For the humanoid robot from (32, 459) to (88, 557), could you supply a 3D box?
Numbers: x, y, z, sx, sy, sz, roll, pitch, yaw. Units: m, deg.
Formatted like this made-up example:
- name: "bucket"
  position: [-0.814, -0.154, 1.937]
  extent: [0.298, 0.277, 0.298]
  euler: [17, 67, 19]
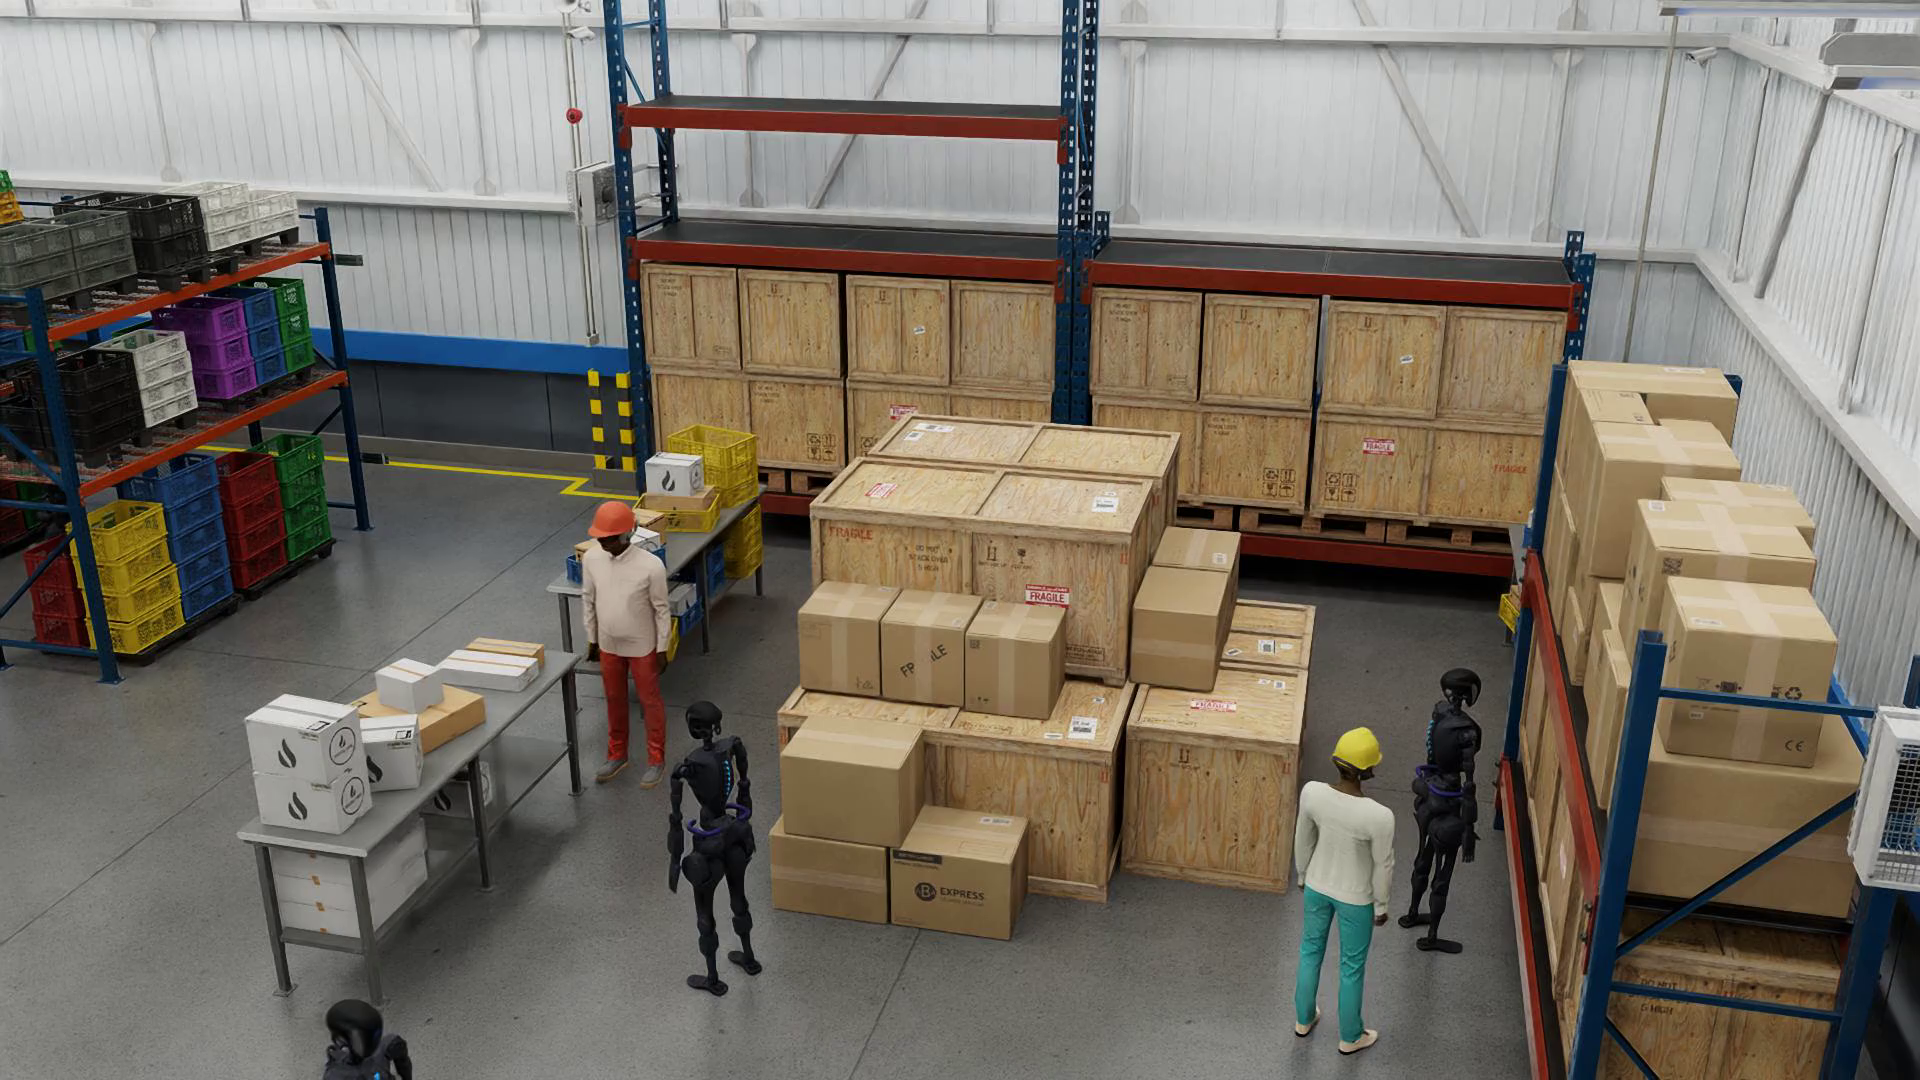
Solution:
- name: "humanoid robot"
  position: [-7.281, -0.172, 13.525]
  extent: [0.333, 1.655, 0.579]
  euler: [-6, 22, -14]

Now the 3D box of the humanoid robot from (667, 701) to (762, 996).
- name: "humanoid robot"
  position: [-1.297, 1.609, 8.856]
  extent: [0.313, 1.652, 0.571]
  euler: [16, 26, 36]

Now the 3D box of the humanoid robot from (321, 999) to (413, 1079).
- name: "humanoid robot"
  position: [-2.294, 2.505, 6.509]
  extent: [0.318, 1.653, 0.581]
  euler: [9, 23, 22]

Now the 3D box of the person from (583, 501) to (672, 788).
- name: "person"
  position: [-2.176, 0.677, 10.864]
  extent: [0.610, 1.991, 0.389]
  euler: [7, 22, 18]

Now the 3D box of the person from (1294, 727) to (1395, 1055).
- name: "person"
  position: [1.922, 1.752, 8.363]
  extent: [0.525, 1.768, 0.327]
  euler: [17, 27, 38]

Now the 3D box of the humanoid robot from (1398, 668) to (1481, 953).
- name: "humanoid robot"
  position: [2.698, 1.470, 9.207]
  extent: [0.326, 1.657, 0.588]
  euler: [-3, 21, -8]
